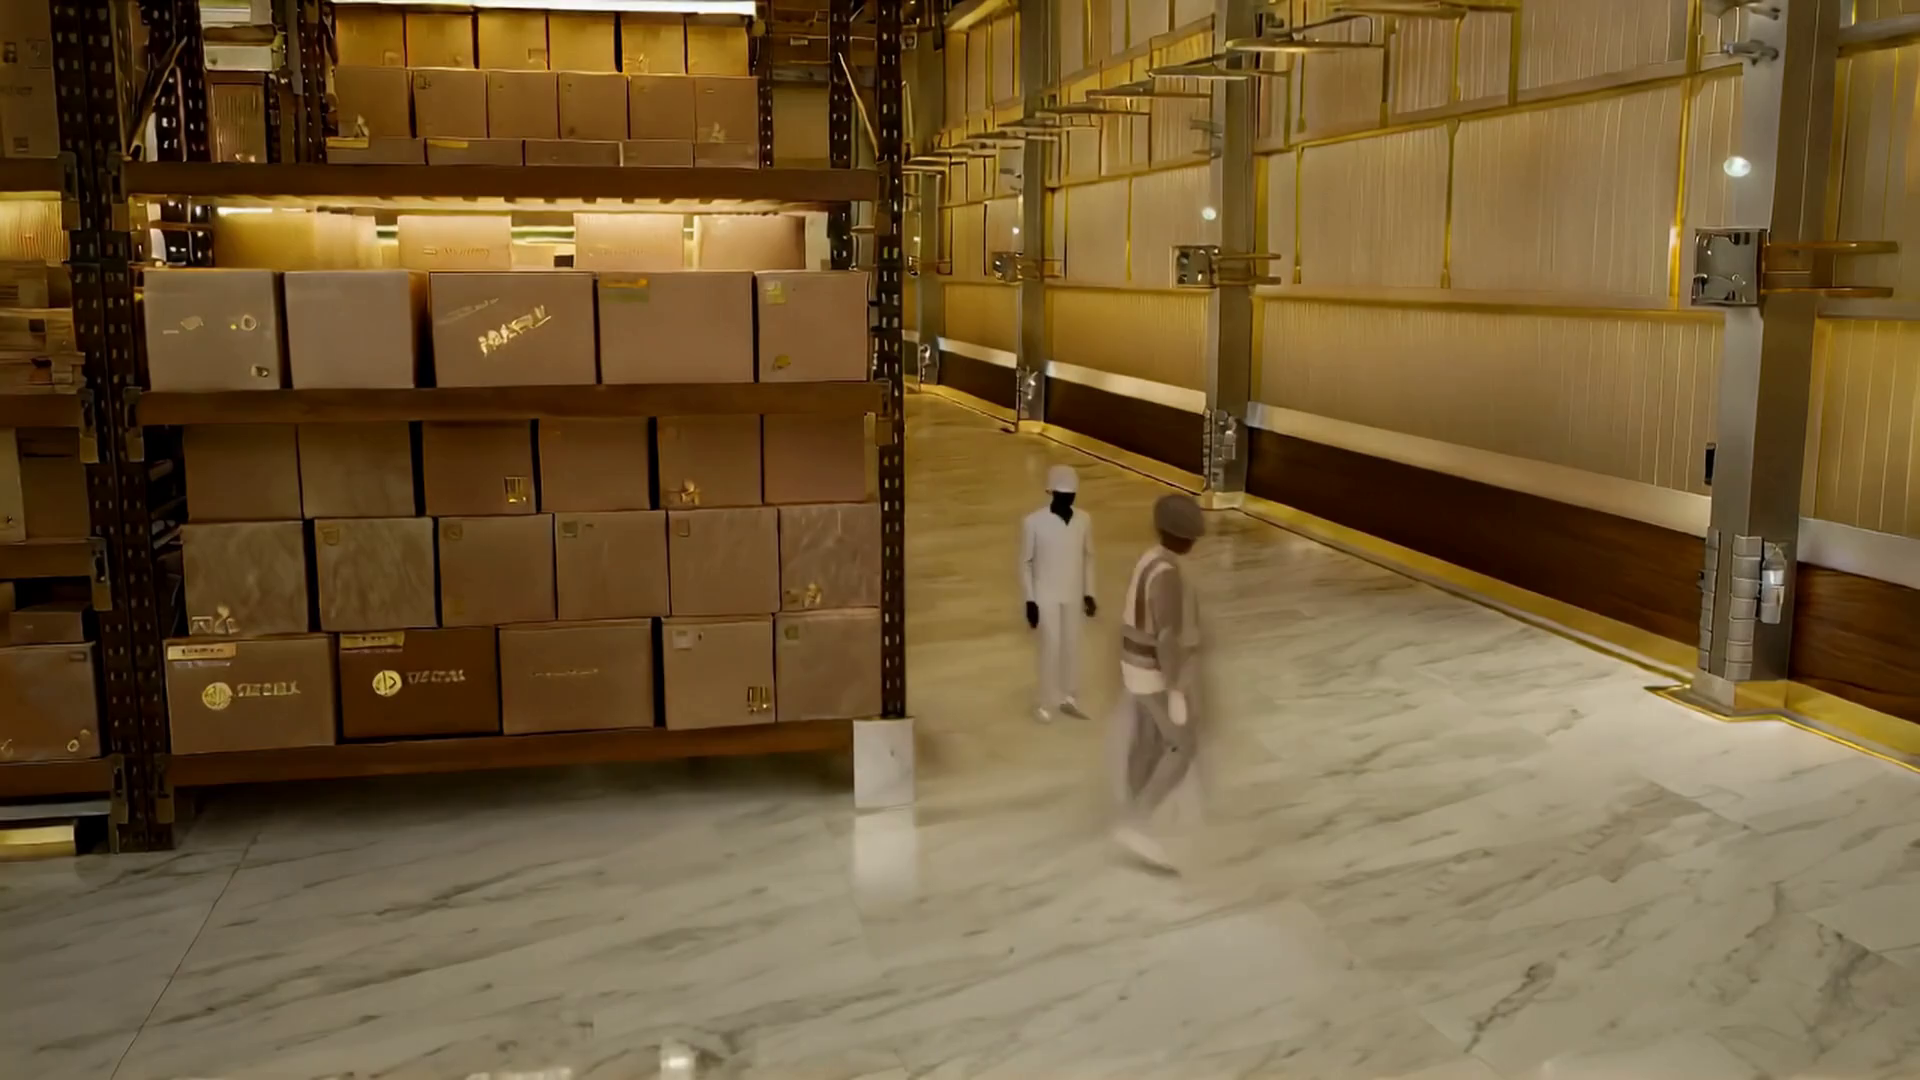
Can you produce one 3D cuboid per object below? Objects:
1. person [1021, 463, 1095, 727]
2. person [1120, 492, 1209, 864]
[{"bbox_3d":[0.671,0.355,11.069,0.573,1.750,0.337,-6,11,-34],"label":"person"},{"bbox_3d":[1.028,0.703,8.437,0.423,1.916,0.708,0,9,0],"label":"person"}]
